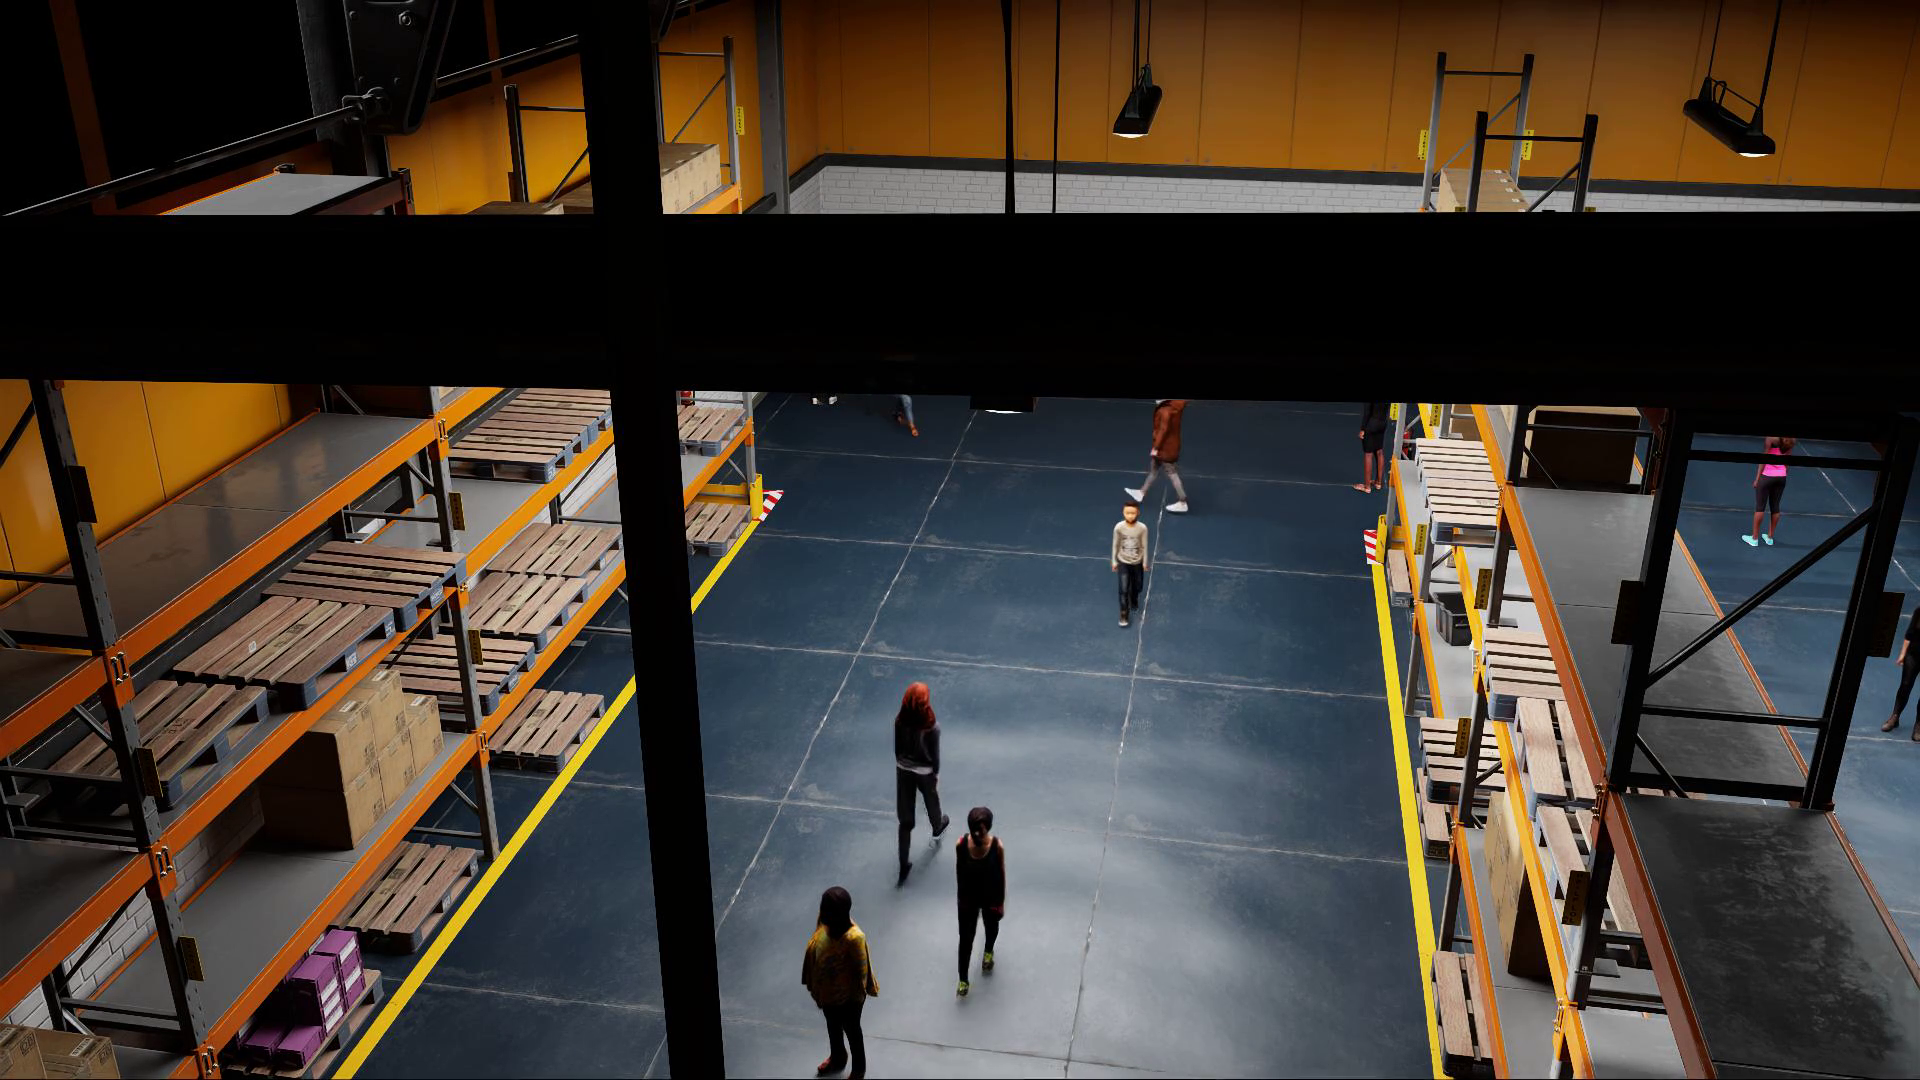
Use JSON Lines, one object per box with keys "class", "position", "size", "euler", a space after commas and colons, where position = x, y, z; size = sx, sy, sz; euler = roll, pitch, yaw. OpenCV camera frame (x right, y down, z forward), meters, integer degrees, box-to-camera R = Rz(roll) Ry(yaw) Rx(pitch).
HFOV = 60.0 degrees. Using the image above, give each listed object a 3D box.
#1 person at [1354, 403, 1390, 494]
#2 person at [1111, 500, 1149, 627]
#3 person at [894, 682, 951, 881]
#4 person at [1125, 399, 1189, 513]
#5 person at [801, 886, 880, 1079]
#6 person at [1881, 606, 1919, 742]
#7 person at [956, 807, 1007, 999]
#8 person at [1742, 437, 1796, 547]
{"class": "person", "position": [5.517, -1.486, 22.188], "size": [0.664, 1.720, 0.719], "euler": [-15, 28, -31]}
{"class": "person", "position": [1.906, 0.227, 18.606], "size": [0.596, 1.451, 0.732], "euler": [2, 24, 4]}
{"class": "person", "position": [-0.400, 2.062, 14.068], "size": [0.719, 1.723, 1.167], "euler": [7, 25, 16]}
{"class": "person", "position": [2.751, -1.188, 21.419], "size": [0.861, 1.790, 1.068], "euler": [7, 25, 15]}
{"class": "person", "position": [-0.832, 3.135, 11.699], "size": [0.938, 1.654, 0.883], "euler": [-20, 30, -38]}
{"class": "person", "position": [9.422, 1.155, 16.246], "size": [0.651, 1.640, 0.673], "euler": [21, 31, 40]}
{"class": "person", "position": [0.183, 2.697, 12.861], "size": [0.583, 1.526, 0.954], "euler": [2, 24, 5]}
{"class": "person", "position": [10.018, -0.755, 20.511], "size": [0.624, 1.724, 0.628], "euler": [-2, 24, -5]}
